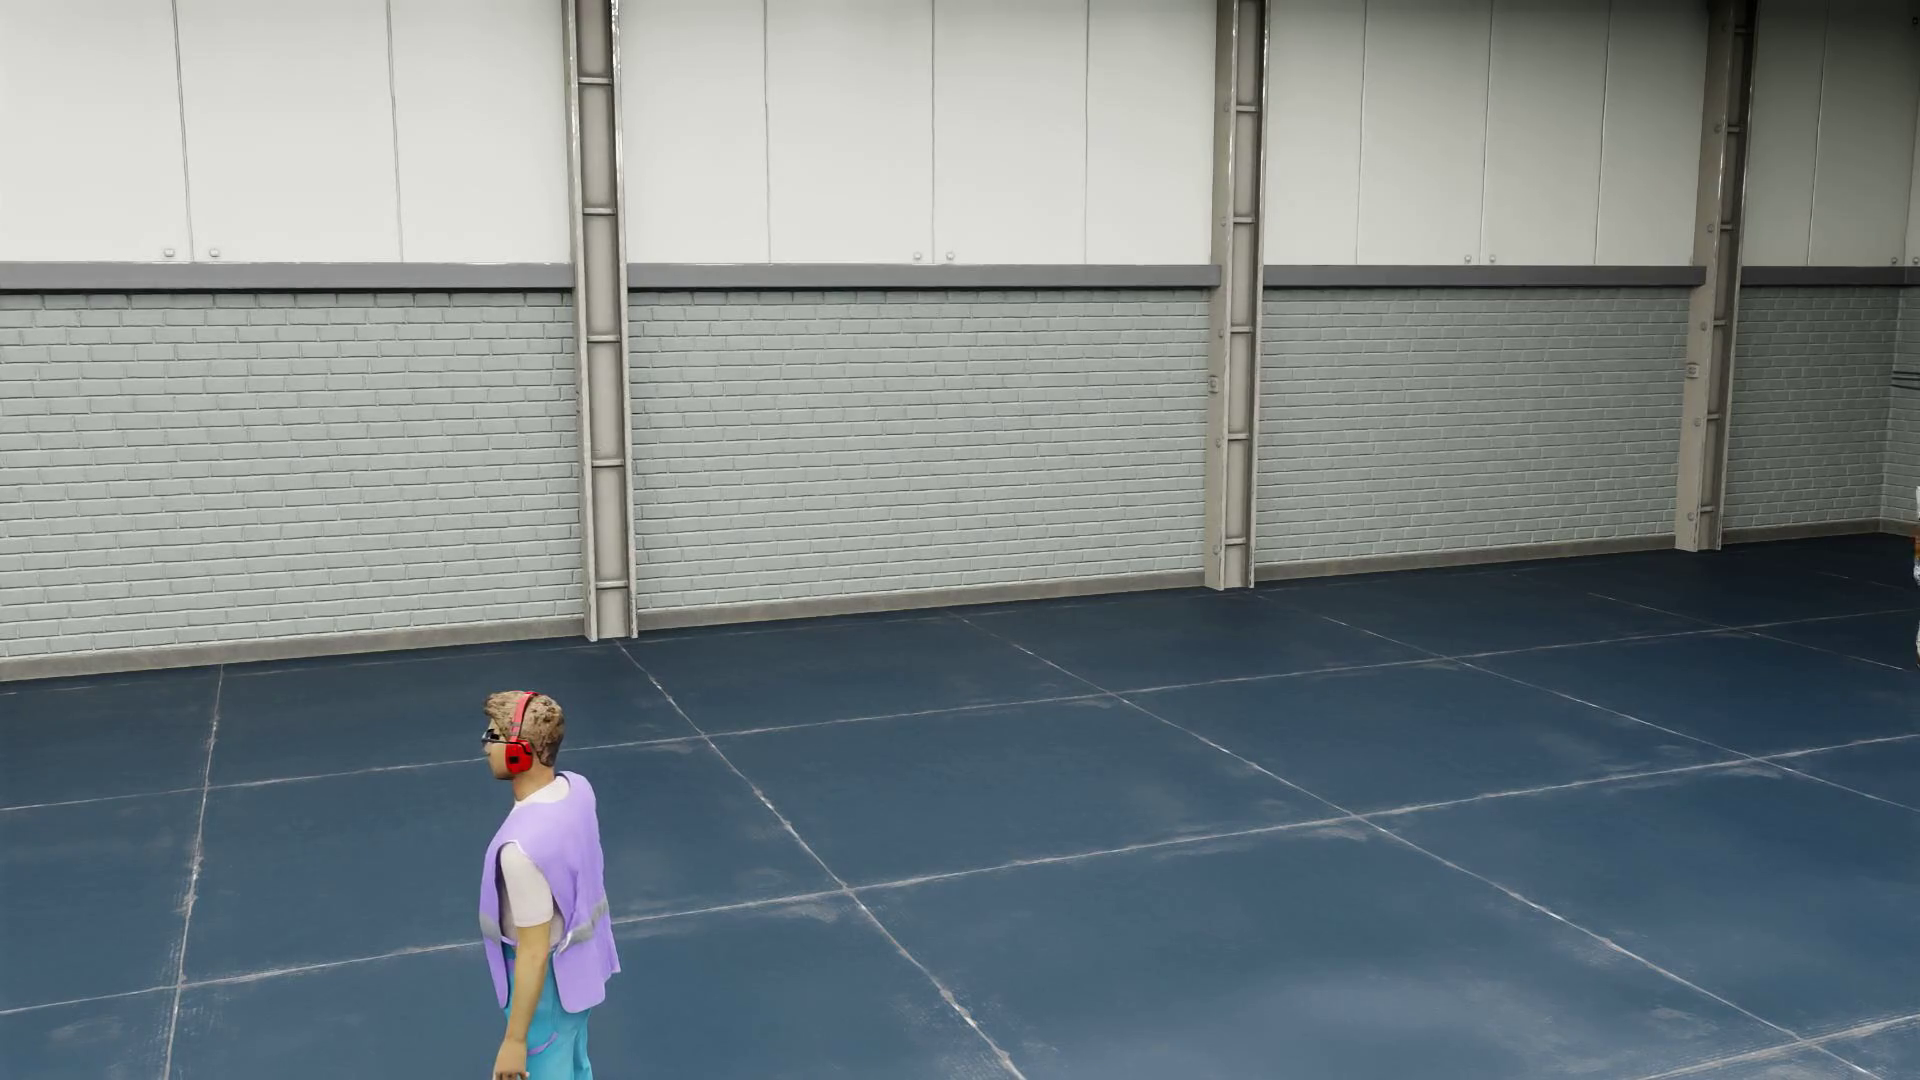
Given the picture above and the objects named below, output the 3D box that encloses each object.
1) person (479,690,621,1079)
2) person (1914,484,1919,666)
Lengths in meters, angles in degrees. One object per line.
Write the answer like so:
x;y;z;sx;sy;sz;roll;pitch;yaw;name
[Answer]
-1.208;1.342;4.891;0.389;1.847;0.563;0;9;2;person
7.434;0.149;12.510;0.508;1.830;0.995;4;10;23;person
